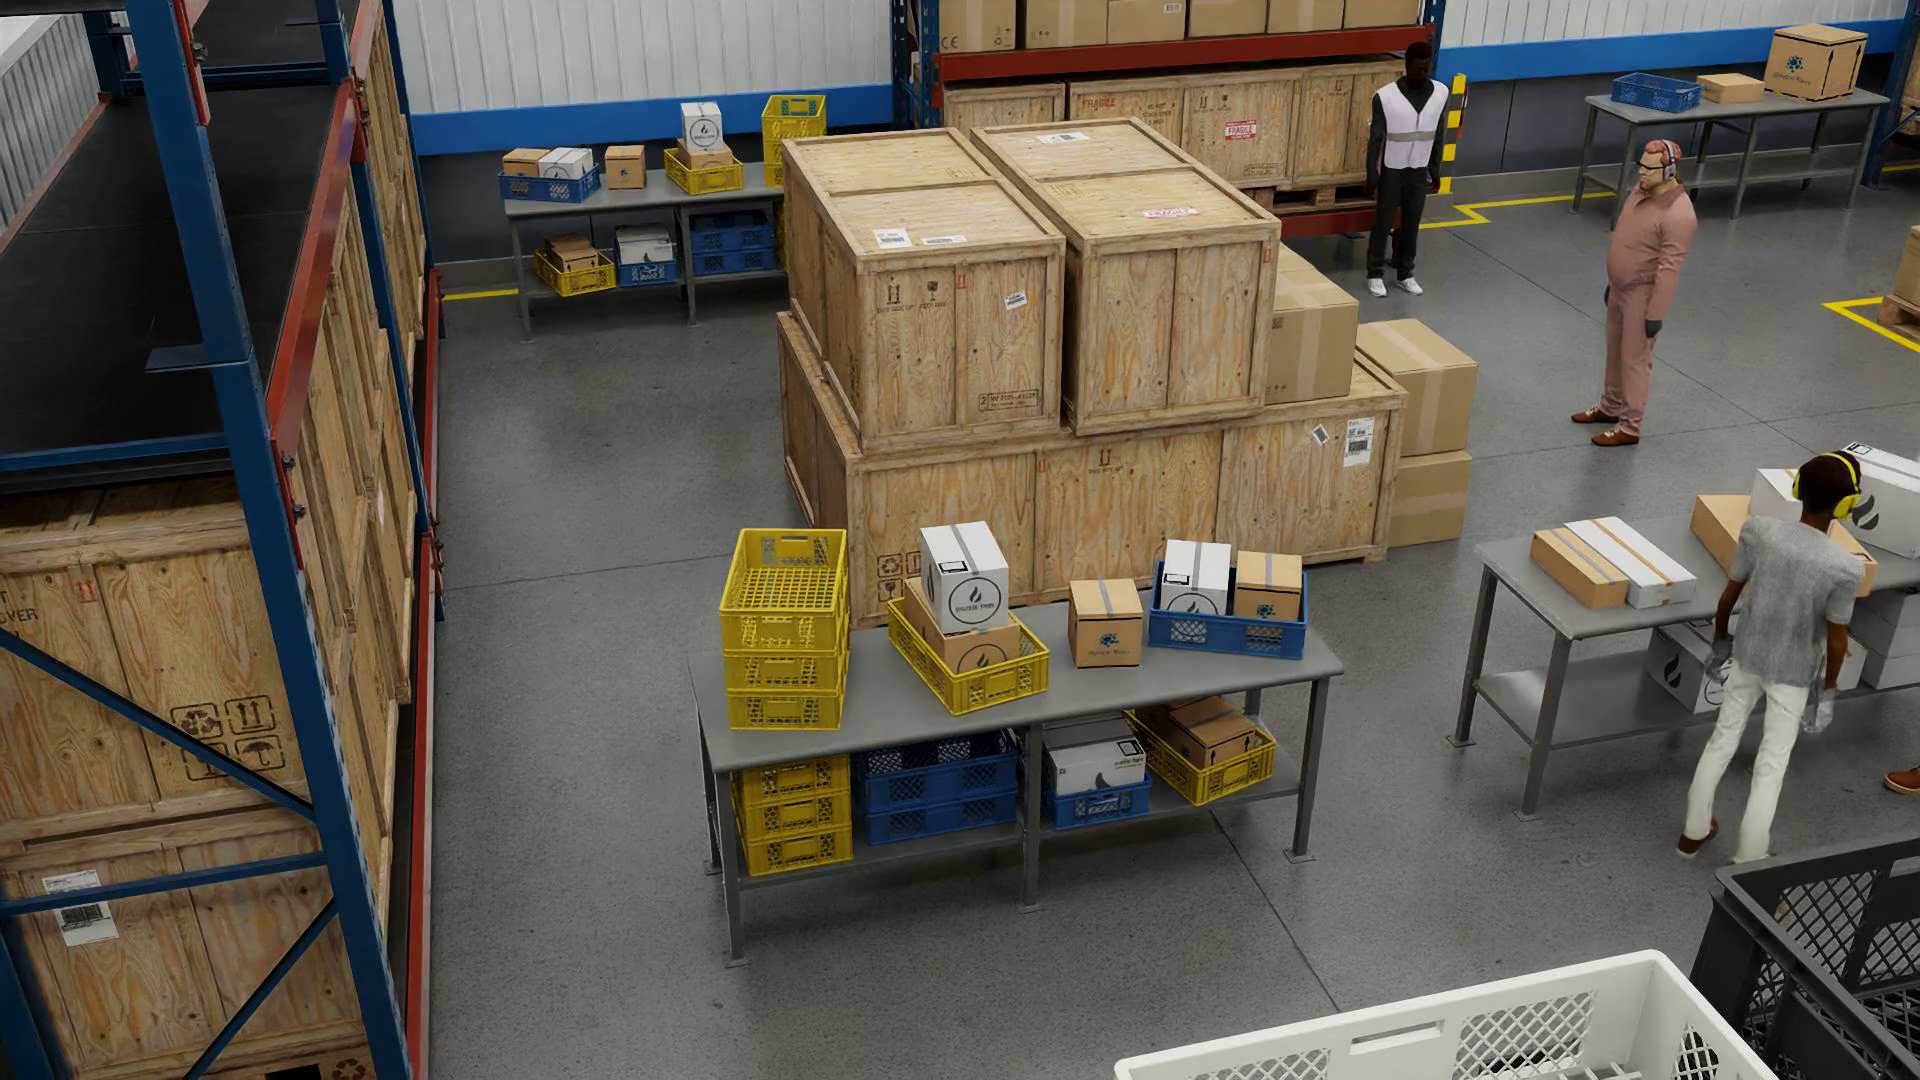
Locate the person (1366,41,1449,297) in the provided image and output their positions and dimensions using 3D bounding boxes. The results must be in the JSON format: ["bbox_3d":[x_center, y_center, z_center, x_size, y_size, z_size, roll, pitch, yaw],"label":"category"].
[{"bbox_3d":[3.305,-2.767,12.432,0.597,1.907,0.407,-7,30,-13],"label":"person"}]

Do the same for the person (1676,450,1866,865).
[{"bbox_3d":[3.187,0.511,6.523,0.309,1.863,0.534,-20,34,-31],"label":"person"}]

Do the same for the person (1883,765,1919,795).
[{"bbox_3d":[4.279,0.358,6.776,0.356,1.886,0.574,-2,29,-4],"label":"person"}]

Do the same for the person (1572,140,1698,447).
[{"bbox_3d":[4.117,-1.499,10.141,0.401,1.900,0.647,-1,29,-3],"label":"person"}]
